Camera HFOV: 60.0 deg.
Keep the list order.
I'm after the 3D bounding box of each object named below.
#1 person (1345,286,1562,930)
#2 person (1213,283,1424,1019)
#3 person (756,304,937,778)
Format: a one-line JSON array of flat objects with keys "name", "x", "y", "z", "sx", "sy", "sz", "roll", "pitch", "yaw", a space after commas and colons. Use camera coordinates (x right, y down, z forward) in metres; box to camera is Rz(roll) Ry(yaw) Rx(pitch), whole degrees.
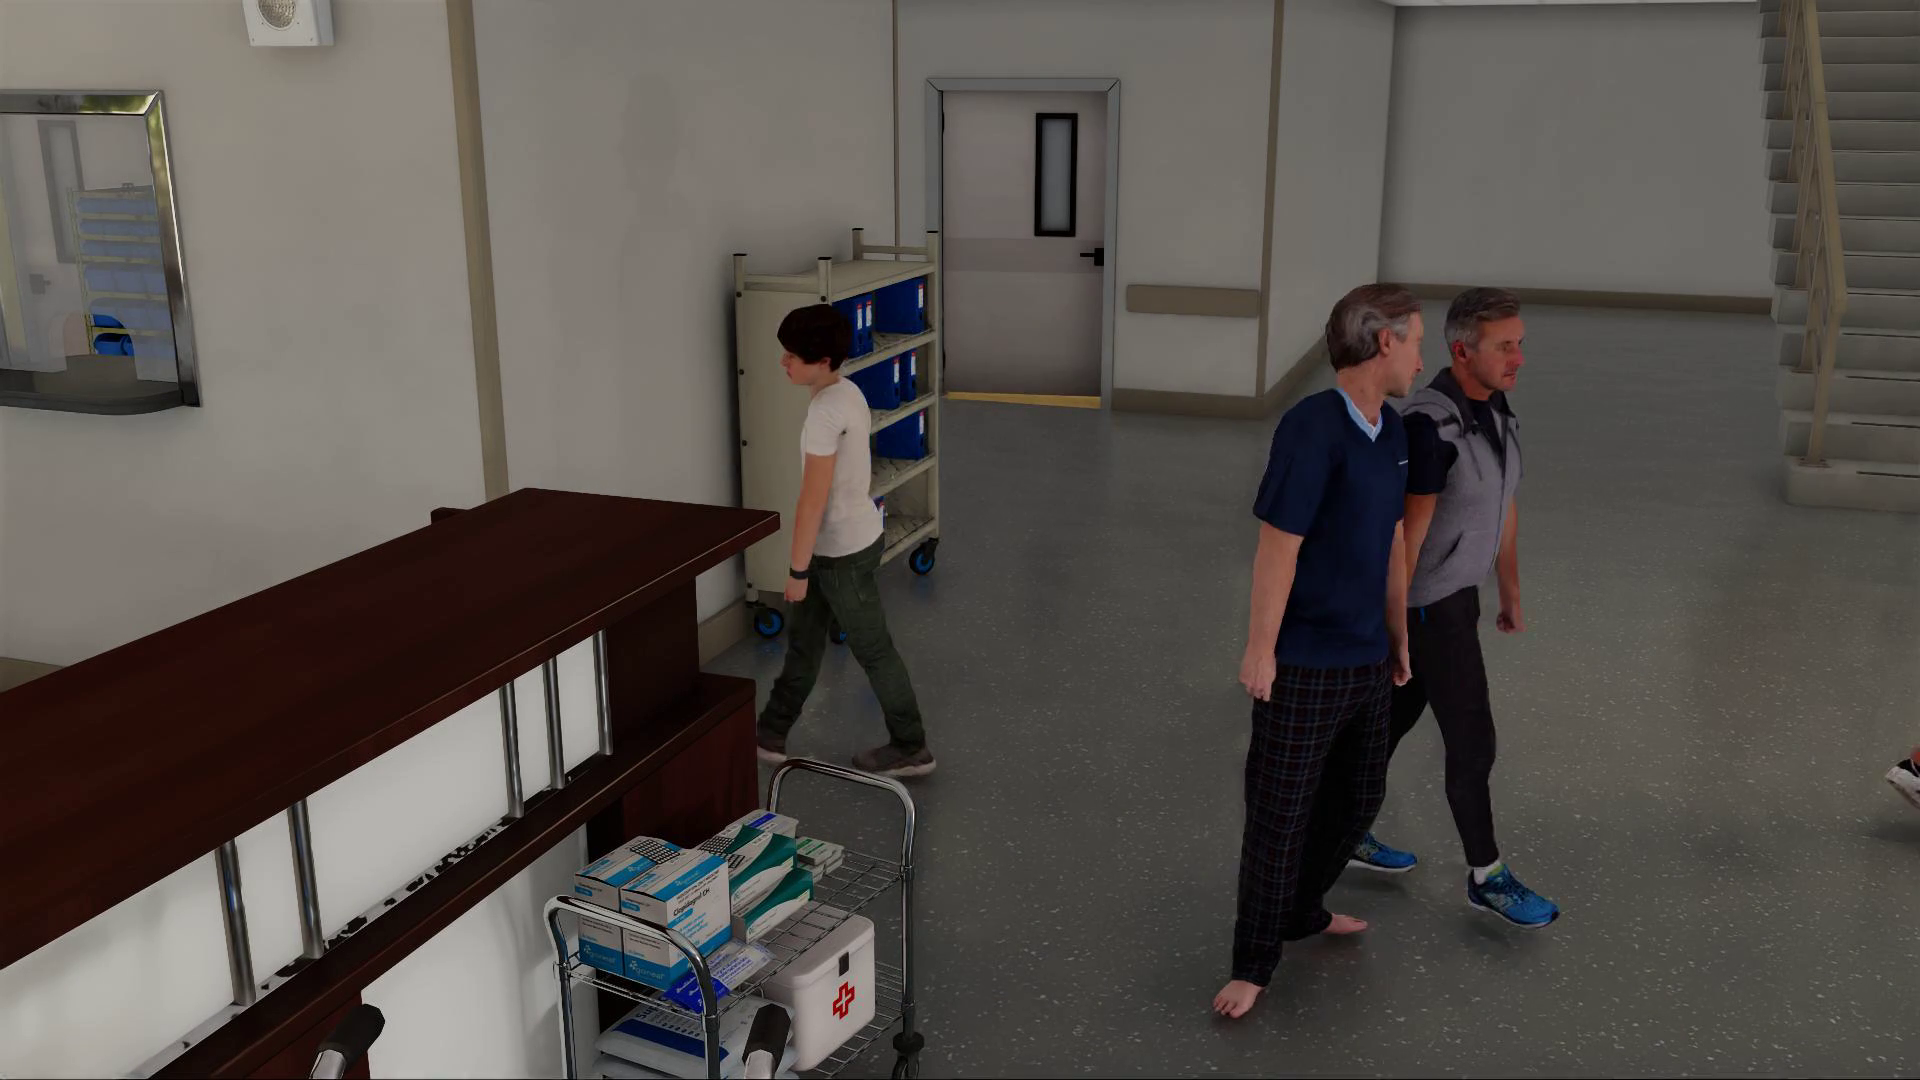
[{"name": "person", "x": 1.234, "y": 0.196, "z": 4.664, "sx": 1.007, "sy": 1.776, "sz": 1.007, "roll": 9, "pitch": 18, "yaw": 29}, {"name": "person", "x": 0.854, "y": 0.292, "z": 4.207, "sx": 0.737, "sy": 1.839, "sz": 0.941, "roll": -9, "pitch": 18, "yaw": -28}, {"name": "person", "x": -0.299, "y": 0.054, "z": 5.459, "sx": 0.854, "sy": 1.618, "sz": 1.030, "roll": 1, "pitch": 16, "yaw": 4}]
